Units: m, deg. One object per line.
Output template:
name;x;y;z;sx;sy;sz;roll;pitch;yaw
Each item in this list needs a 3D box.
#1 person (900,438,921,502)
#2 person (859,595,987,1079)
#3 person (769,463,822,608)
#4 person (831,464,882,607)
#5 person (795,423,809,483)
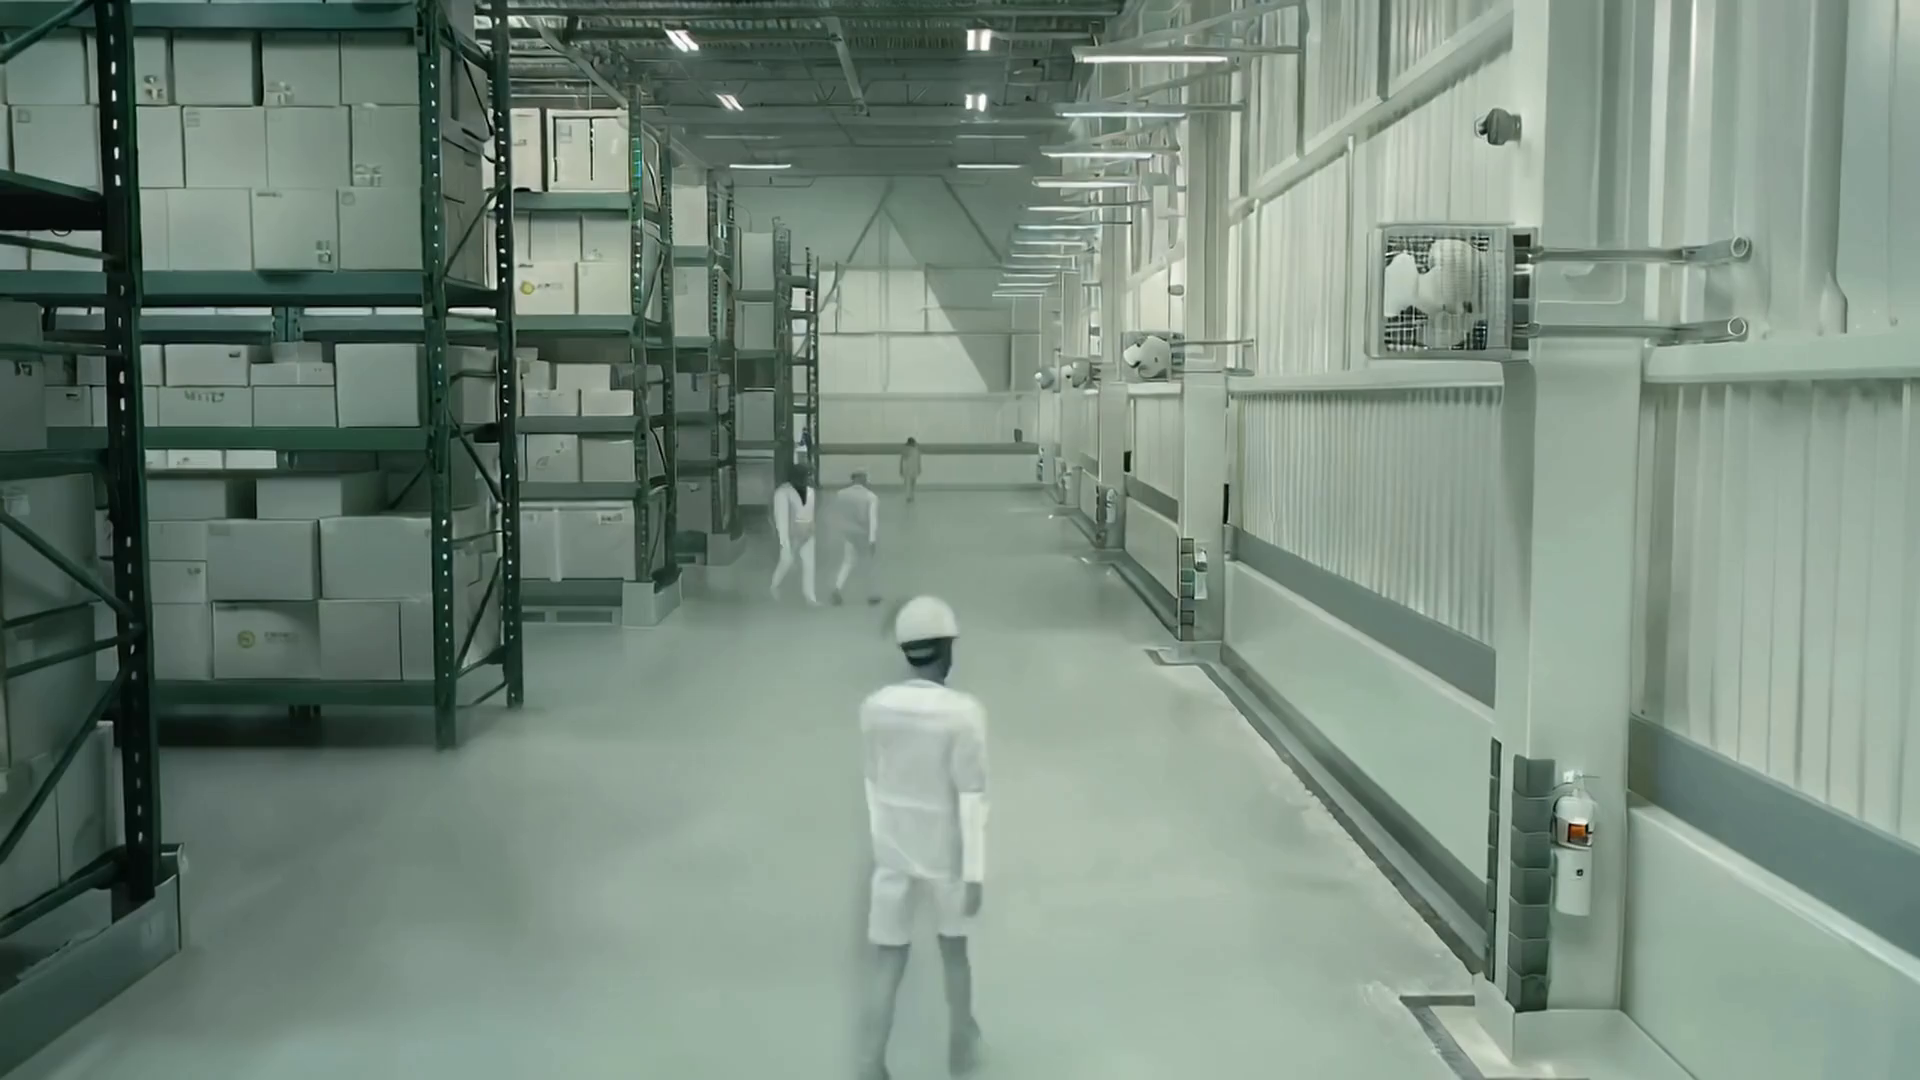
person;-1.240;-1.711;41.167;0.545;1.595;0.823;0;5;4
person;-0.137;1.162;6.175;0.554;1.886;0.934;2;5;25
person;-2.068;-0.057;20.740;0.666;1.816;0.717;-4;7;-42
person;-1.306;-0.050;20.745;0.601;1.797;0.758;2;5;23
person;-4.134;-2.134;44.223;0.378;1.932;0.551;3;6;35
